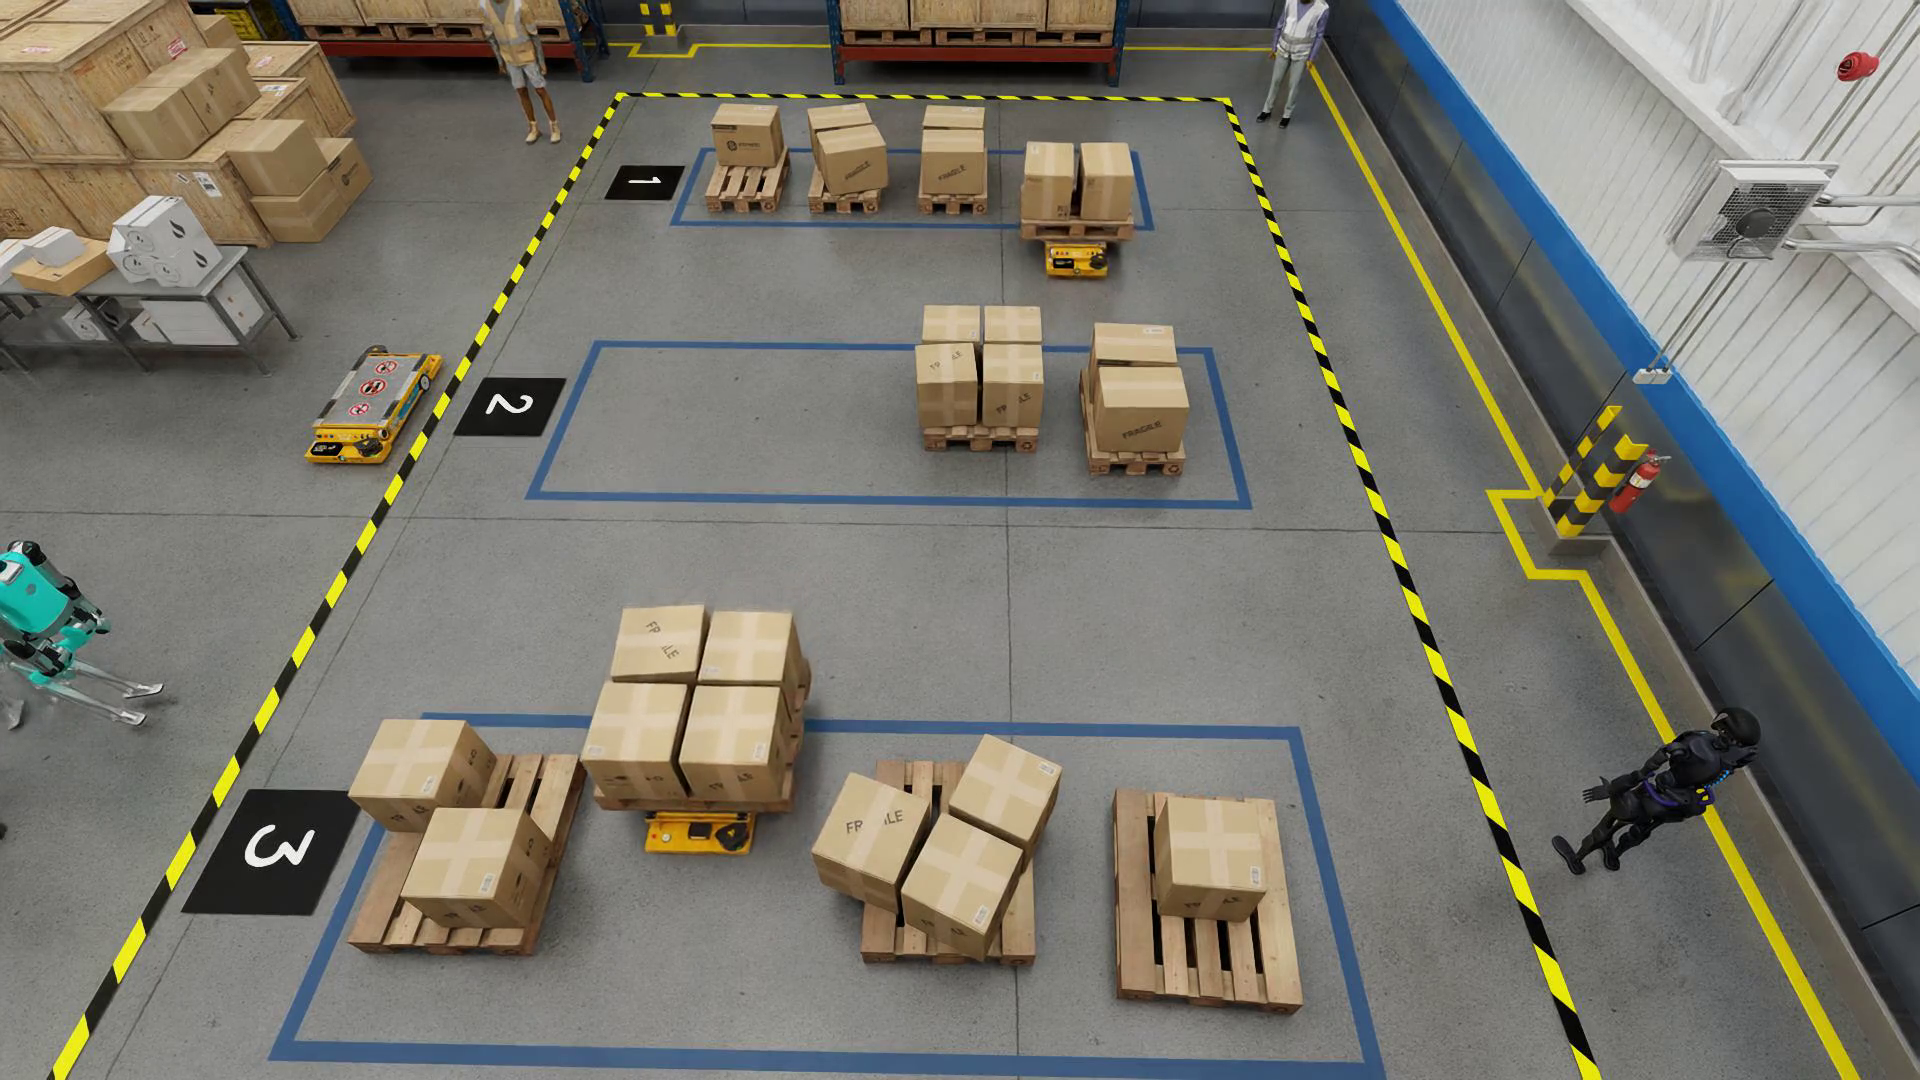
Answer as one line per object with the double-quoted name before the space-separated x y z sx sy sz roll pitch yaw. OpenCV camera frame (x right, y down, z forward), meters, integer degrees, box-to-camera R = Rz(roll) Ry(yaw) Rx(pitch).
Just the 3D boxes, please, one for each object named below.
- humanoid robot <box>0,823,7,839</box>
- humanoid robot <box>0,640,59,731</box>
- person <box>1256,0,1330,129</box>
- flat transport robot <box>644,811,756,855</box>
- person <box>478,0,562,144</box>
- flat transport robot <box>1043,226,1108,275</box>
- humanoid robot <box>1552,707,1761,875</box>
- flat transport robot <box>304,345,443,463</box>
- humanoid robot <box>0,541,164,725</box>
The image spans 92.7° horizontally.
"humanoid robot" -6.406 1.495 5.196 0.599 1.643 0.611 24 54 19
"humanoid robot" -6.595 0.616 5.869 0.545 1.760 0.727 -20 53 -16
"person" 4.206 -6.167 11.560 0.598 1.830 0.404 29 56 22
"flat transport robot" -1.645 1.382 6.179 0.652 0.197 1.431 1 50 1
"person" -5.368 -5.872 11.175 0.607 2.044 0.391 1 50 1
"flat transport robot" 1.270 -3.458 10.275 0.652 0.197 1.431 1 50 1
"humanoid robot" 3.955 1.445 5.212 0.599 1.657 0.315 -1 50 -1
"flat transport robot" -5.383 -1.269 8.441 0.659 0.231 1.431 1 50 1
"humanoid robot" -5.855 0.605 5.805 0.735 1.677 0.533 0 50 0
